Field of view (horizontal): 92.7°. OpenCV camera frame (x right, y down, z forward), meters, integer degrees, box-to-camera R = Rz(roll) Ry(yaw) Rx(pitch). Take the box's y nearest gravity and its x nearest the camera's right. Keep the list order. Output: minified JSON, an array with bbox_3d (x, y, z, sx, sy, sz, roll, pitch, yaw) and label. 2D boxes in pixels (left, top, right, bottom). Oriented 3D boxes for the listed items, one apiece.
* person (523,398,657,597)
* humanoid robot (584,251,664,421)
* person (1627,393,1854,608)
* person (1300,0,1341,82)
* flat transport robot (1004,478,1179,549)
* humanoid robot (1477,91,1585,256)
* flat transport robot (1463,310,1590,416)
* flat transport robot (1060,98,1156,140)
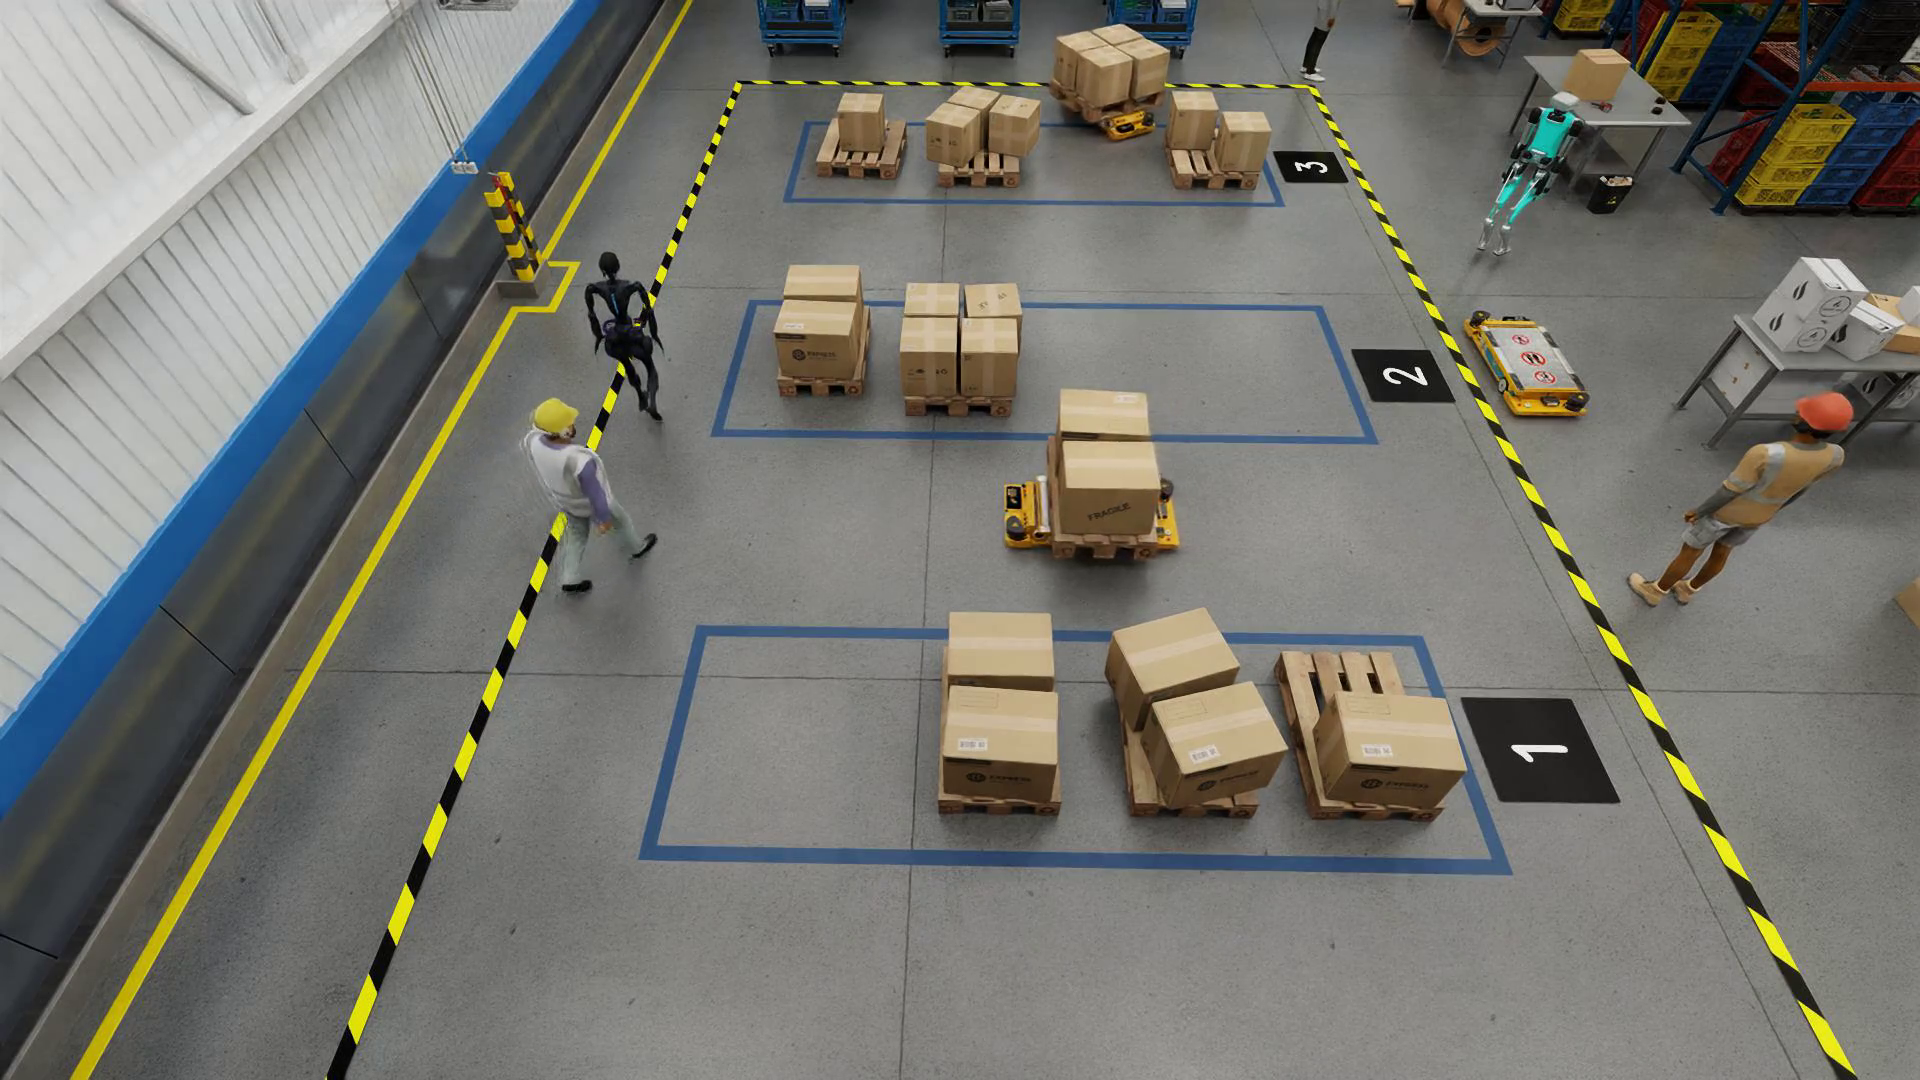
[{"bbox_3d":[-2.817,-0.309,6.784,0.582,1.802,0.857,19,52,16],"label":"person"},{"bbox_3d":[-2.984,-1.762,8.134,0.613,1.644,0.541,-7,49,-6],"label":"humanoid robot"},{"bbox_3d":[5.576,-0.238,6.565,0.607,2.048,0.365,-1,49,-1],"label":"person"},{"bbox_3d":[5.268,-7.549,13.022,0.396,1.850,0.588,5,49,4],"label":"person"},{"bbox_3d":[1.095,-0.241,7.723,1.431,0.197,0.652,1,49,1],"label":"flat transport robot"},{"bbox_3d":[5.987,-3.823,9.782,0.735,1.677,0.533,-36,58,-27],"label":"humanoid robot"},{"bbox_3d":[5.573,-1.757,9.054,0.659,0.231,1.431,1,49,1],"label":"flat transport robot"},{"bbox_3d":[2.028,-5.995,12.704,0.652,0.197,1.431,-23,53,-19],"label":"flat transport robot"}]
